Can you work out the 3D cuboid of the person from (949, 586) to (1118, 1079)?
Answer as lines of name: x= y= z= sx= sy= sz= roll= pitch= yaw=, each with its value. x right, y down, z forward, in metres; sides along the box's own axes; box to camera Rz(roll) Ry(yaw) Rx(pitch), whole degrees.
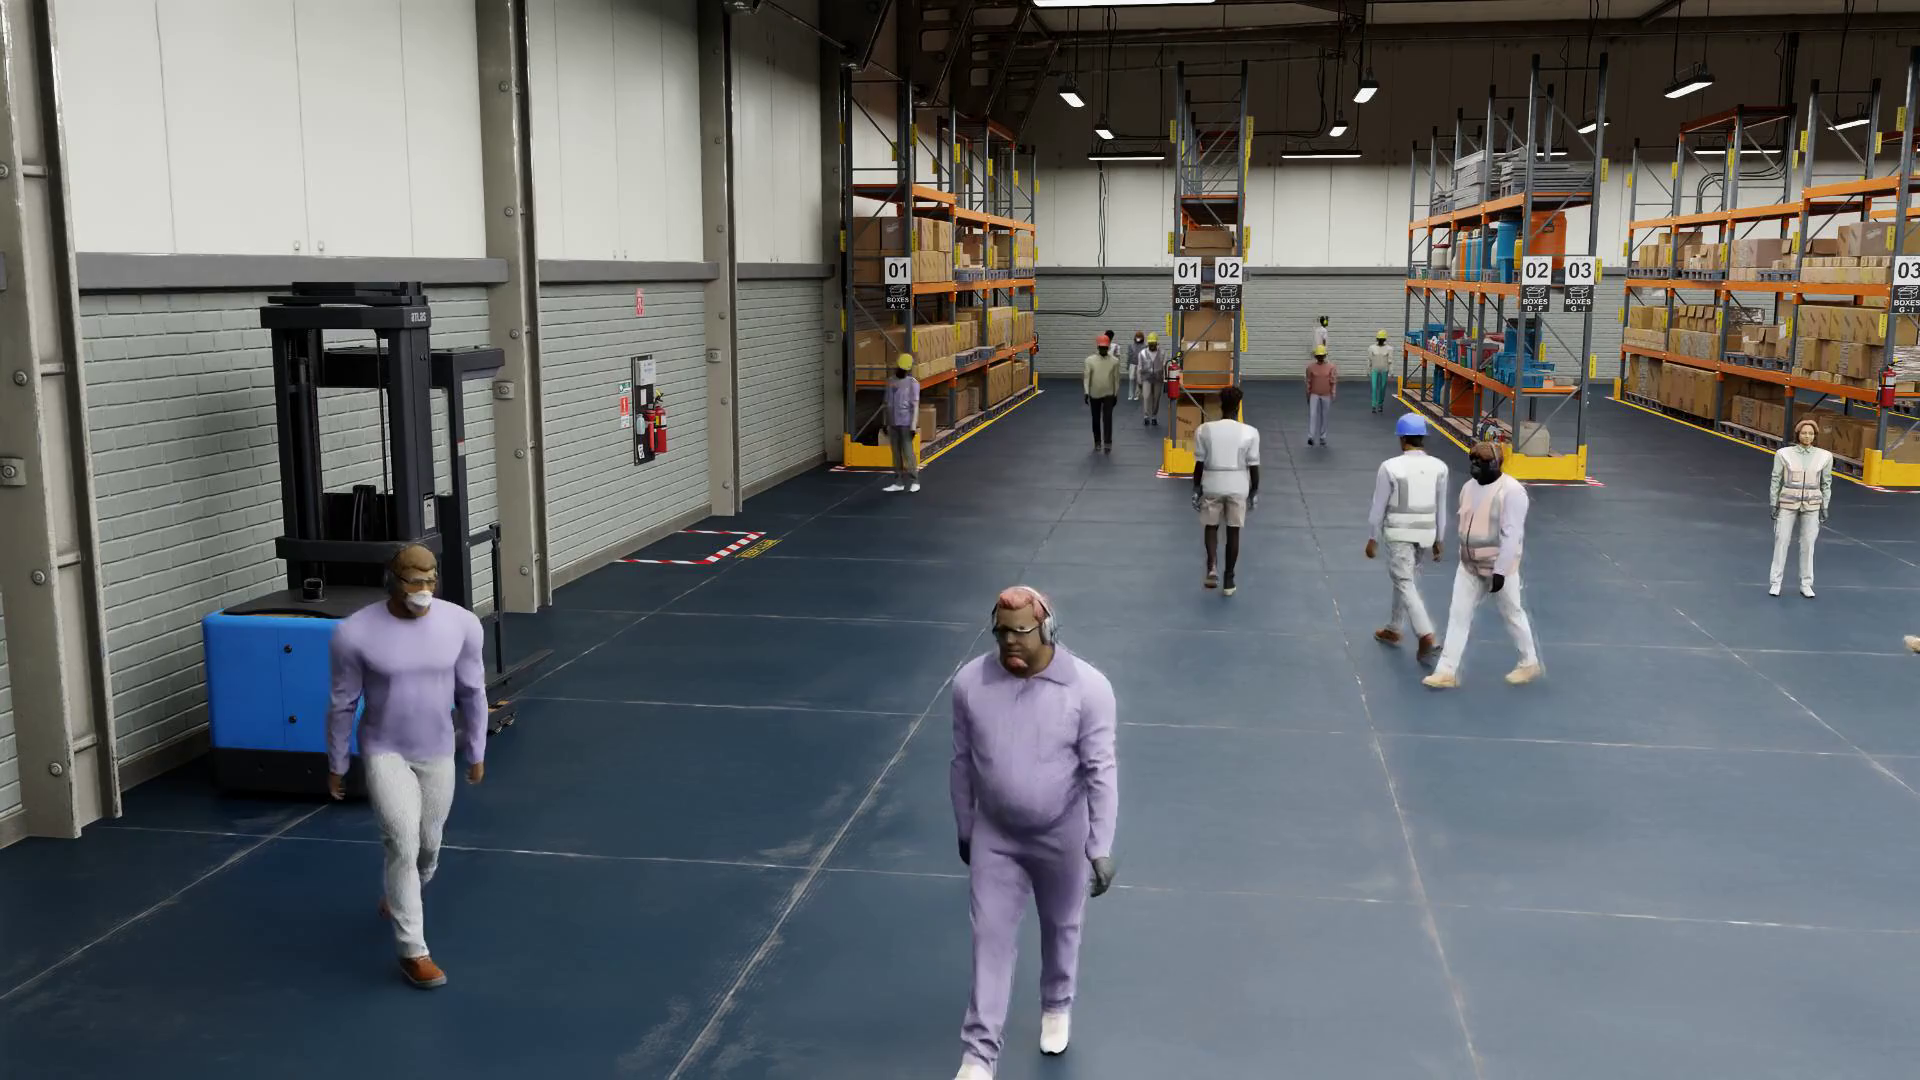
person: x=0.247 y=1.099 z=6.122 sx=0.665 sy=1.855 sz=0.963 roll=2 pitch=9 yaw=14

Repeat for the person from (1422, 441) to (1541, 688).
person: x=3.852 y=0.180 z=12.030 sx=0.946 sy=1.802 sz=0.627 roll=-5 pitch=10 yaw=-28

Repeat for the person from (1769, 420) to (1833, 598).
person: x=7.773 y=-0.295 z=15.405 sx=0.515 sy=1.645 sz=0.309 roll=3 pitch=10 yaw=17

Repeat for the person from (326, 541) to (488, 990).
person: x=-2.418 y=0.906 z=7.265 sx=0.663 sy=1.896 sz=0.881 roll=-6 pitch=11 yaw=-31

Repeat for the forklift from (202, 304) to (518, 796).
forklift: x=-3.673 y=-0.038 z=10.147 sx=1.129 sy=2.768 sz=1.873 roll=1 pitch=9 yaw=9

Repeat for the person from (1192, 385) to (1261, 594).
person: x=2.487 y=-0.470 z=15.535 sx=0.630 sy=1.948 sz=0.413 roll=2 pitch=10 yaw=14

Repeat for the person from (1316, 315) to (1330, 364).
person: x=9.351 y=-4.875 z=43.019 sx=0.426 sy=1.857 sz=0.522 roll=-3 pitch=10 yaw=-15

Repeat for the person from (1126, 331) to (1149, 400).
person: x=4.099 y=-4.026 z=38.492 sx=0.517 sy=1.602 sz=0.678 roll=2 pitch=9 yaw=12

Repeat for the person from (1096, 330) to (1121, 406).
person: x=3.287 y=-3.805 z=36.902 sx=0.558 sy=1.690 sz=0.334 roll=0 pitch=9 yaw=1

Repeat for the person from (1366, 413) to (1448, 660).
person: x=3.529 y=-0.037 z=13.011 sx=0.615 sy=1.911 sz=0.954 roll=-3 pitch=10 yaw=-19

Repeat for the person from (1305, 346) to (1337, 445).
person: x=6.213 y=-2.480 z=28.655 sx=0.531 sy=1.720 sz=0.913 roll=2 pitch=9 yaw=13

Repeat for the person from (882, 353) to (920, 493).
person: x=-0.781 y=-1.587 z=22.622 sx=0.637 sy=1.892 sz=0.392 roll=9 pitch=13 yaw=43

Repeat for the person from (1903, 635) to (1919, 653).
person: x=7.562 y=0.019 z=12.377 sx=0.697 sy=2.000 sz=1.002 roll=-5 pitch=11 yaw=-30

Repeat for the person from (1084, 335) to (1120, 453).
person: x=2.361 y=-2.434 z=27.709 sx=0.607 sy=1.943 sz=1.045 roll=0 pitch=9 yaw=2

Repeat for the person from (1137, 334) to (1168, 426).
person: x=3.748 y=-3.105 z=32.296 sx=0.591 sy=1.781 sz=0.924 roll=0 pitch=9 yaw=3

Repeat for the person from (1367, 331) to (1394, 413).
person: x=8.959 y=-3.592 z=35.455 sx=0.544 sy=1.733 sz=0.746 roll=2 pitch=9 yaw=12
